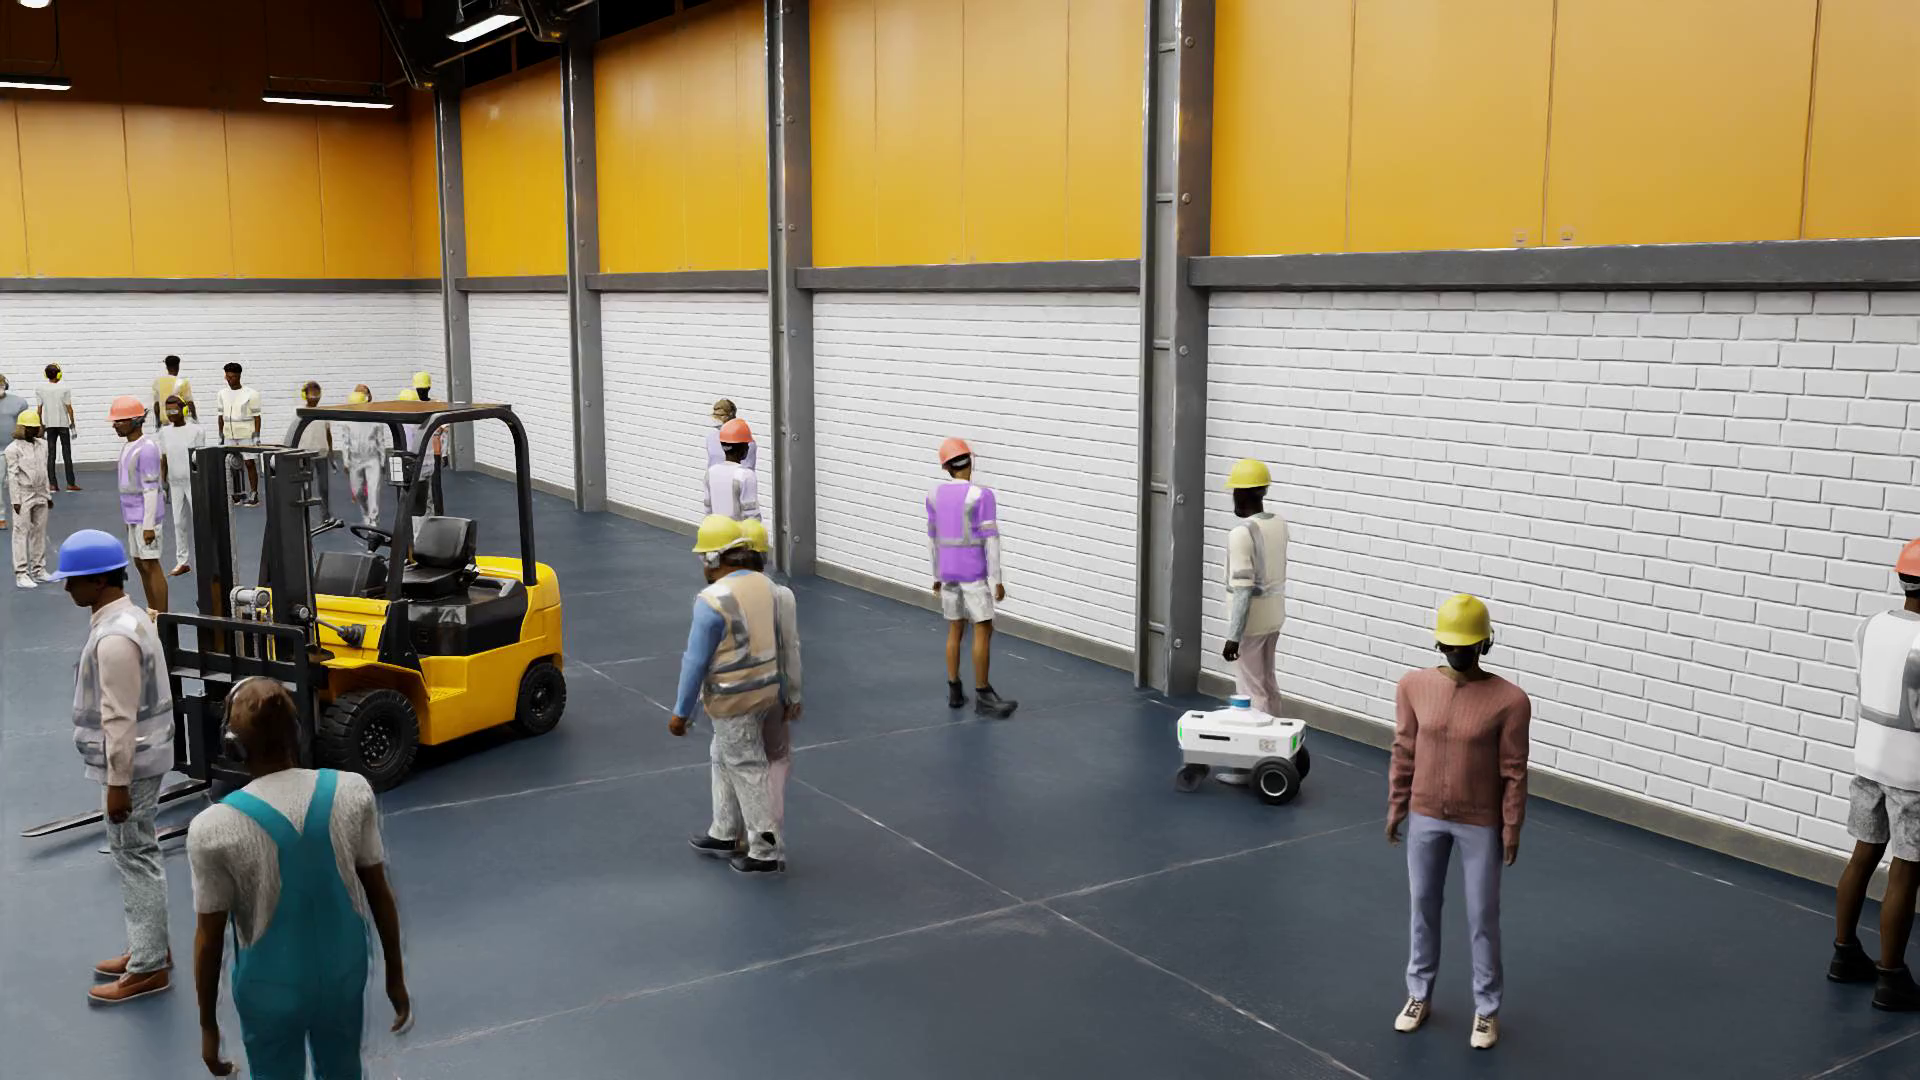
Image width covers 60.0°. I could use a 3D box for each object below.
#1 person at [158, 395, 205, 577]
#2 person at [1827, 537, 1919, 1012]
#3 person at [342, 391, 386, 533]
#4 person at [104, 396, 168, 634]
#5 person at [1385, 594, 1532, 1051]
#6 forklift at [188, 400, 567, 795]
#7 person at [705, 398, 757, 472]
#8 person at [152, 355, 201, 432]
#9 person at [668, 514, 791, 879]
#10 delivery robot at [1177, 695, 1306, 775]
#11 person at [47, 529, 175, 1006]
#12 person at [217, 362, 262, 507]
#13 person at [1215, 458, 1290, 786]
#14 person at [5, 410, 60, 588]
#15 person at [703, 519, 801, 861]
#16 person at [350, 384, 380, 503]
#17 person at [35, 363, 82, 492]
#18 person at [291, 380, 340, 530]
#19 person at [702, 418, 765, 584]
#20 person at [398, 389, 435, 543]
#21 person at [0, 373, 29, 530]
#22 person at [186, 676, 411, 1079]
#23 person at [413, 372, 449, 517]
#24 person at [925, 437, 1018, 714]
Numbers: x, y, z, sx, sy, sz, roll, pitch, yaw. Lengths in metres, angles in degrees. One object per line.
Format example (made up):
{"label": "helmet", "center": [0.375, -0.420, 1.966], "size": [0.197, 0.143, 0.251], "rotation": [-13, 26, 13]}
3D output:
{"label": "person", "center": [-7.891, -0.549, 16.927], "size": [0.510, 1.861, 0.324], "rotation": [1, 8, 4]}
{"label": "person", "center": [3.844, 0.929, 6.740], "size": [0.399, 1.928, 0.542], "rotation": [-1, 9, -9]}
{"label": "person", "center": [-7.196, -0.958, 20.120], "size": [0.489, 1.709, 0.718], "rotation": [-2, 9, -15]}
{"label": "person", "center": [-6.866, -0.185, 13.880], "size": [0.401, 2.034, 0.609], "rotation": [-7, 11, -41]}
{"label": "person", "center": [1.896, 1.067, 6.377], "size": [0.525, 1.759, 0.338], "rotation": [6, 10, 35]}
{"label": "forklift", "center": [-3.529, 0.258, 10.348], "size": [1.214, 2.155, 2.313], "rotation": [4, 9, 25]}
{"label": "person", "center": [-2.104, -0.340, 15.287], "size": [0.625, 1.931, 0.379], "rotation": [7, 11, 41]}
{"label": "person", "center": [-12.029, -1.884, 25.671], "size": [0.607, 1.936, 0.851], "rotation": [2, 9, 14]}
{"label": "person", "center": [-1.200, 0.767, 8.213], "size": [0.726, 1.799, 0.597], "rotation": [4, 9, 23]}
{"label": "delivery robot", "center": [1.620, 1.139, 9.596], "size": [0.707, 0.478, 0.477], "rotation": [3, 9, 19]}
{"label": "person", "center": [-3.441, 0.914, 6.820], "size": [0.421, 1.937, 0.616], "rotation": [-4, 9, -24]}
{"label": "person", "center": [-9.715, -1.418, 22.407], "size": [0.614, 1.963, 0.362], "rotation": [1, 9, 9]}
{"label": "person", "center": [1.705, 0.478, 9.762], "size": [0.381, 1.924, 0.594], "rotation": [6, 10, 35]}
{"label": "person", "center": [-9.135, -0.412, 16.387], "size": [0.312, 1.741, 0.487], "rotation": [2, 9, 12]}
{"label": "person", "center": [-1.070, 0.776, 8.362], "size": [0.534, 1.756, 0.531], "rotation": [1, 8, 5]}
{"label": "person", "center": [-8.232, -1.331, 22.941], "size": [0.268, 1.630, 0.507], "rotation": [5, 10, 32]}
{"label": "person", "center": [-13.082, -1.623, 24.112], "size": [0.518, 1.874, 0.326], "rotation": [-1, 9, -8]}
{"label": "person", "center": [-7.757, -1.001, 20.000], "size": [0.390, 1.860, 0.577], "rotation": [7, 11, 39]}
{"label": "person", "center": [-1.691, 0.049, 12.620], "size": [0.543, 1.939, 0.355], "rotation": [6, 11, 37]}
{"label": "person", "center": [-6.020, -0.749, 18.368], "size": [0.404, 1.827, 0.590], "rotation": [1, 8, 6]}
{"label": "person", "center": [-11.667, -1.082, 20.291], "size": [0.641, 1.927, 0.386], "rotation": [-7, 11, -41]}
{"label": "person", "center": [-1.830, 1.286, 4.657], "size": [0.559, 1.824, 0.478], "rotation": [-7, 11, -41]}
{"label": "person", "center": [-6.542, -1.092, 20.337], "size": [0.587, 1.929, 0.361], "rotation": [-1, 9, -9]}
{"label": "person", "center": [0.099, 0.244, 11.513], "size": [0.778, 1.882, 0.365], "rotation": [8, 11, 42]}
